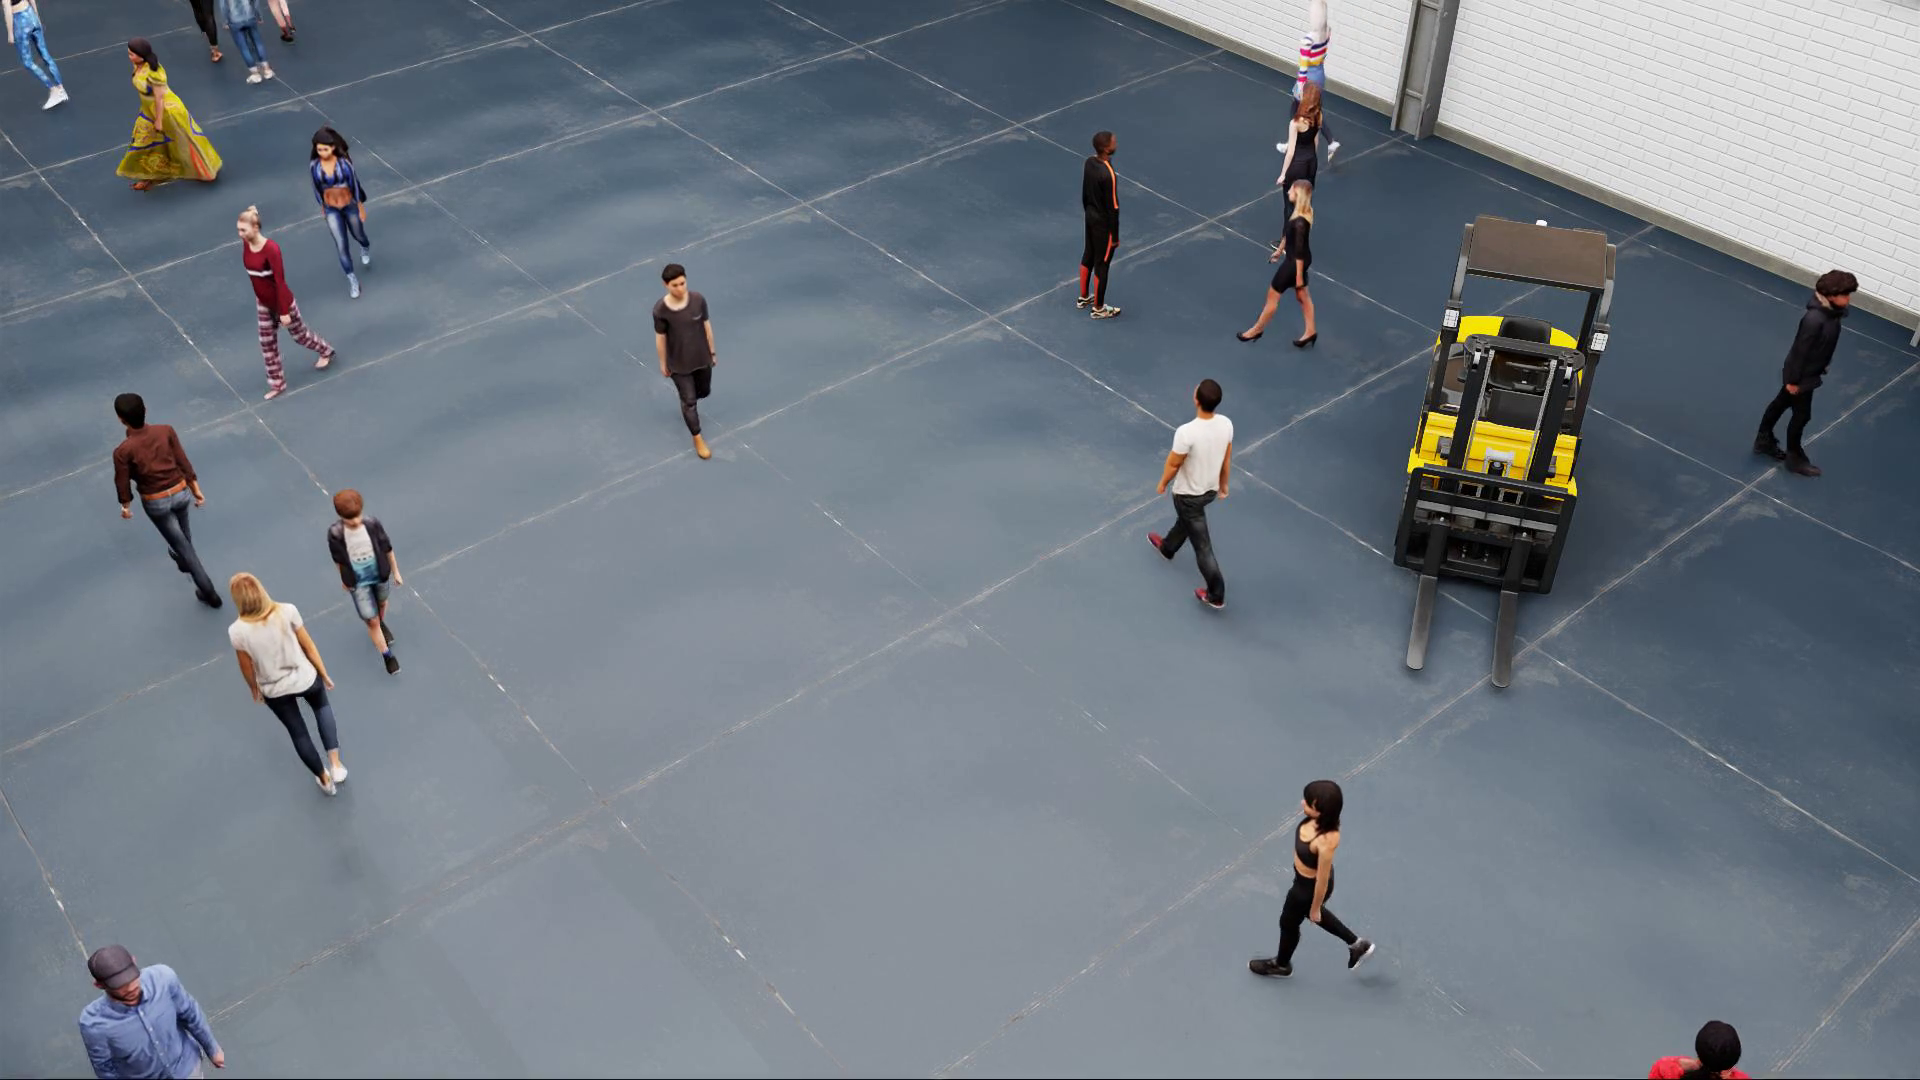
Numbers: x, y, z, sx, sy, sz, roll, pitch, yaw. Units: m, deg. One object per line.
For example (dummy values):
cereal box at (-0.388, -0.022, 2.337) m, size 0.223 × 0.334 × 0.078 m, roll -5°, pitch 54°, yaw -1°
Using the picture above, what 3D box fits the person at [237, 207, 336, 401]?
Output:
person at (-5.825, -2.076, 14.315) m, size 1.072 × 1.662 × 0.992 m, roll 15°, pitch 41°, yaw 18°

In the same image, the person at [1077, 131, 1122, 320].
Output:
person at (1.280, -2.899, 15.228) m, size 0.731 × 1.808 × 0.533 m, roll -19°, pitch 42°, yaw -22°

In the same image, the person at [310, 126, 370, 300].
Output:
person at (-5.810, -3.137, 15.701) m, size 0.940 × 1.591 × 1.119 m, roll -6°, pitch 39°, yaw -8°

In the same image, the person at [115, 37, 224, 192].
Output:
person at (-8.206, -4.444, 17.328) m, size 1.259 × 1.612 × 0.873 m, roll 30°, pitch 47°, yaw 32°

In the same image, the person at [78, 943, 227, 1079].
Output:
person at (-4.017, 2.610, 8.278) m, size 0.806 × 1.874 × 0.769 m, roll 24°, pitch 45°, yaw 27°

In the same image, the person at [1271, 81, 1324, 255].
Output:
person at (3.325, -3.626, 16.186) m, size 0.587 × 1.748 × 0.538 m, roll -24°, pitch 44°, yaw -27°

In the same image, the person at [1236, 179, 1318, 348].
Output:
person at (3.056, -2.402, 14.737) m, size 1.032 × 1.645 × 0.883 m, roll 12°, pitch 40°, yaw 14°

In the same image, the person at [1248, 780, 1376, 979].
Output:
person at (2.053, 1.928, 9.329) m, size 0.995 × 1.627 × 0.900 m, roll 6°, pitch 39°, yaw 7°

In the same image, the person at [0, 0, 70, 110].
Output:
person at (-10.593, -5.790, 18.887) m, size 0.756 × 1.770 × 0.708 m, roll 14°, pitch 41°, yaw 17°

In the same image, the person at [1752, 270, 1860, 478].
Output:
person at (6.711, -1.404, 13.391) m, size 0.865 × 1.764 × 0.724 m, roll 27°, pitch 46°, yaw 30°

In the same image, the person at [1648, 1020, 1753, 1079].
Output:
person at (3.397, 2.982, 7.931) m, size 1.168 × 1.735 × 1.087 m, roll 11°, pitch 40°, yaw 14°

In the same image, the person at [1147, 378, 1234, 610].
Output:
person at (1.763, -0.296, 12.022) m, size 0.680 × 1.753 × 1.180 m, roll -24°, pitch 45°, yaw -27°

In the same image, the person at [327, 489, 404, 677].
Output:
person at (-4.167, 0.206, 11.653) m, size 0.581 × 1.417 × 0.924 m, roll -24°, pitch 44°, yaw -27°

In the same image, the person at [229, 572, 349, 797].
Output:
person at (-4.162, 0.970, 10.394) m, size 0.685 × 1.795 × 0.677 m, roll -20°, pitch 43°, yaw -23°

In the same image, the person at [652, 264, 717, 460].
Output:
person at (-2.243, -1.534, 13.611) m, size 0.745 × 1.694 × 1.042 m, roll -19°, pitch 42°, yaw -22°

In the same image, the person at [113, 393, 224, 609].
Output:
person at (-5.641, -0.239, 11.946) m, size 1.066 × 1.748 × 0.808 m, roll 26°, pitch 46°, yaw 29°

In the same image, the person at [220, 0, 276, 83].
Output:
person at (-8.427, -6.100, 19.503) m, size 0.504 × 1.475 × 0.606 m, roll 27°, pitch 46°, yaw 30°

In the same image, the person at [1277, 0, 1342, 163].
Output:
person at (3.797, -4.851, 17.687) m, size 0.688 × 1.791 × 0.995 m, roll -31°, pitch 48°, yaw -33°
